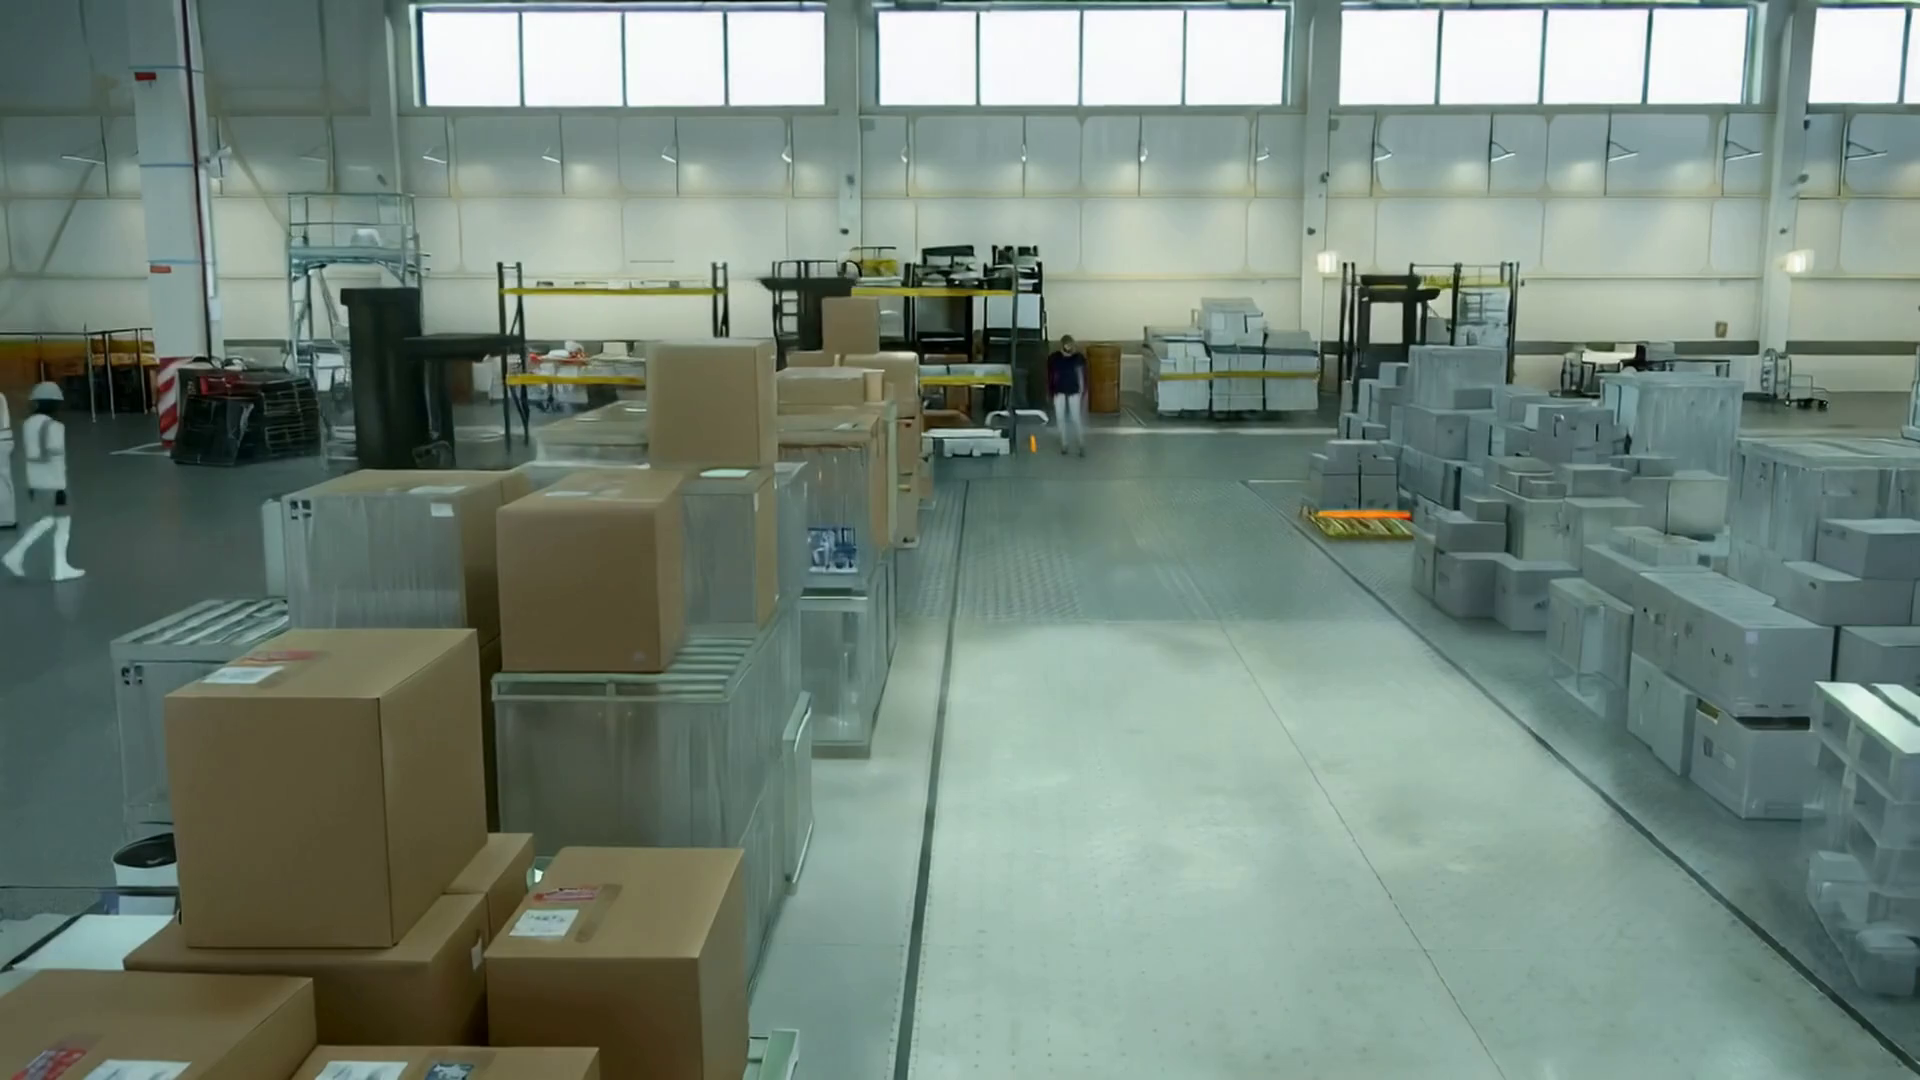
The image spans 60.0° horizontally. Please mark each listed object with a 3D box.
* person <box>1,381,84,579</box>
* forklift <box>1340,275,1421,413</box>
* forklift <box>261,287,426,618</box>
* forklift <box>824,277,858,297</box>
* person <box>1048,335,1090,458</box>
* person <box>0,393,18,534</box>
[{"bbox_3d":[-8.748,-0.545,15.818,0.545,1.918,0.639,5,11,29],"label":"person"},{"bbox_3d":[6.831,-2.852,26.718,1.129,2.768,1.873,0,9,1],"label":"forklift"},{"bbox_3d":[-4.768,-0.711,13.897,1.873,2.768,1.129,0,9,1],"label":"forklift"},{"bbox_3d":[-1.725,-2.400,24.011,1.873,2.768,1.129,0,9,1],"label":"forklift"},{"bbox_3d":[1.695,-2.235,25.931,0.629,1.906,0.551,3,10,17],"label":"person"},{"bbox_3d":[-10.822,-1.003,18.662,0.354,1.879,0.585,-4,10,-20],"label":"person"}]
